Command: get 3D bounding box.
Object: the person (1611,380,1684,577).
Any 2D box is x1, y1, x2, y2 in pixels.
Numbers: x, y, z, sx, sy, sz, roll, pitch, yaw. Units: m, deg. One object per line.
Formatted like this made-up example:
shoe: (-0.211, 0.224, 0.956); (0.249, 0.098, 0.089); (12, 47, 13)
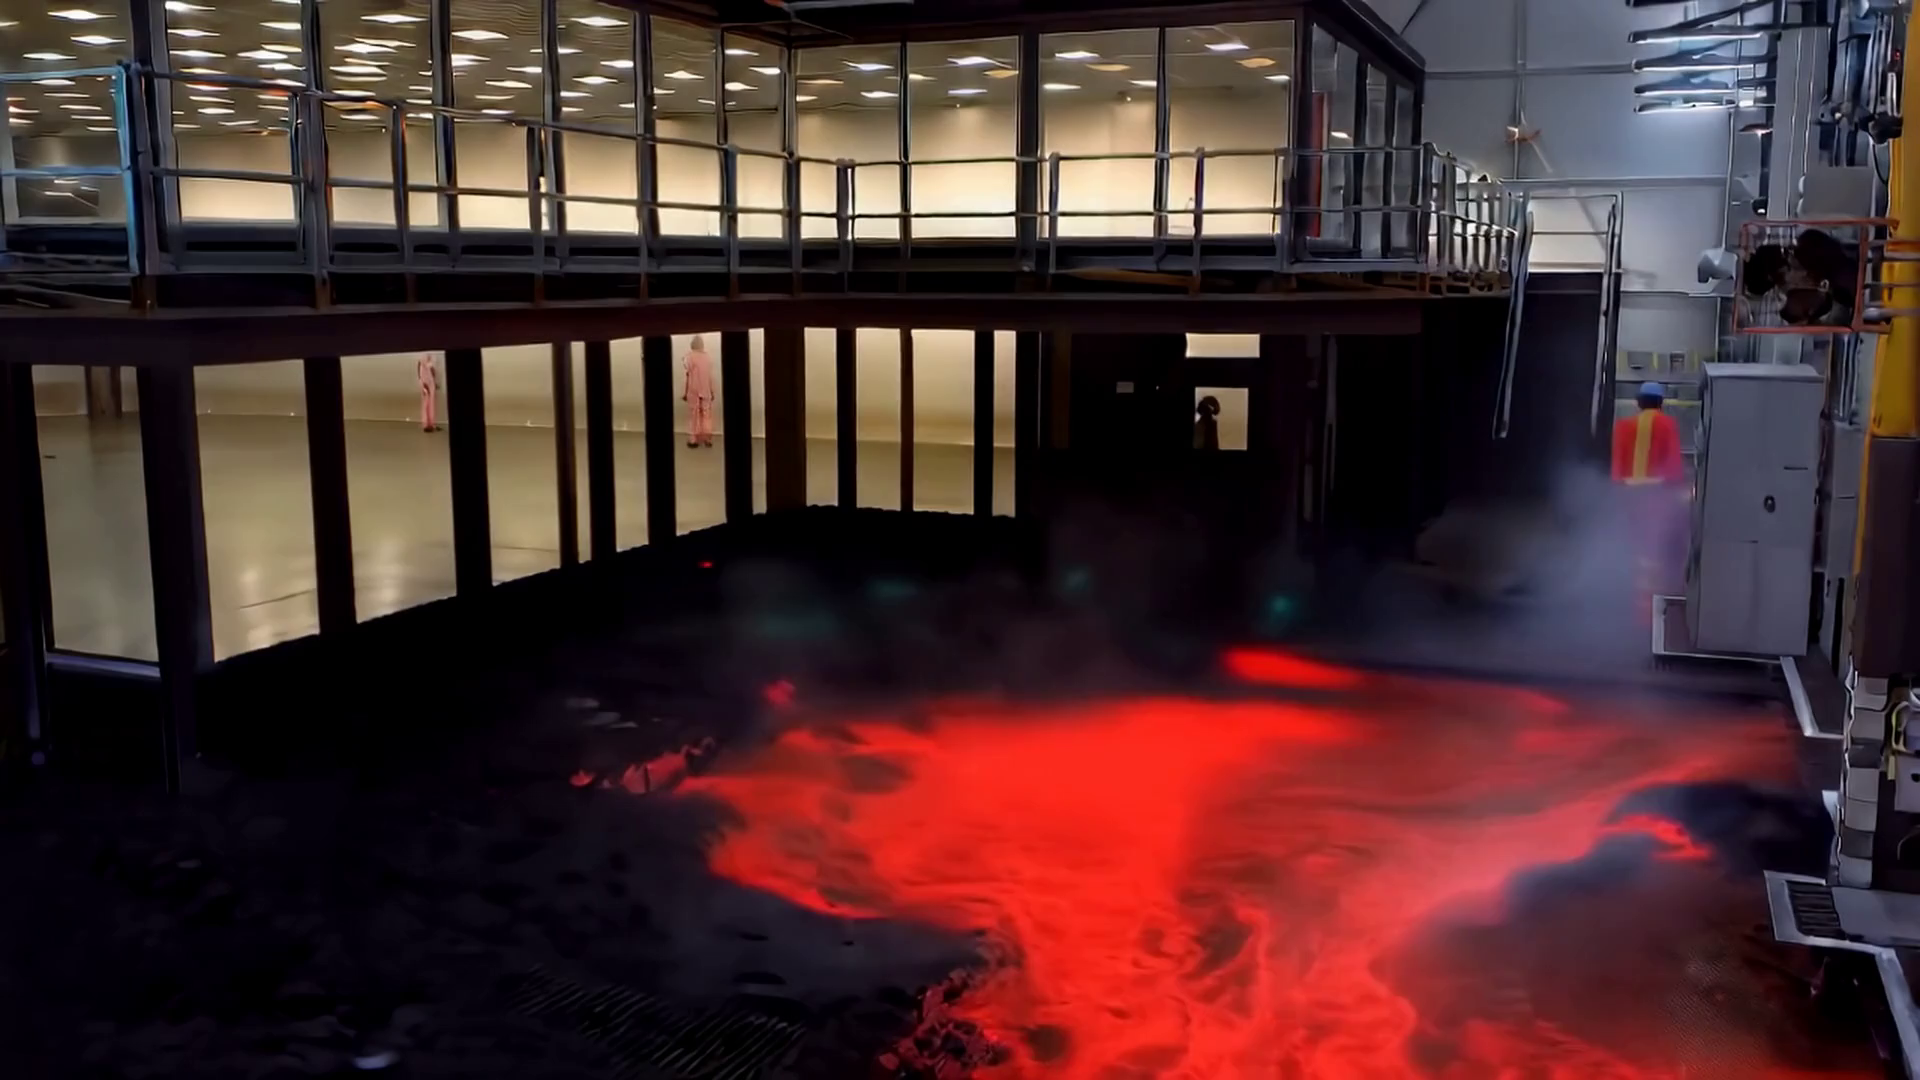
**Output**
person: (6.969, -0.630, 16.809); (0.642, 1.956, 0.915); (7, 12, 39)
